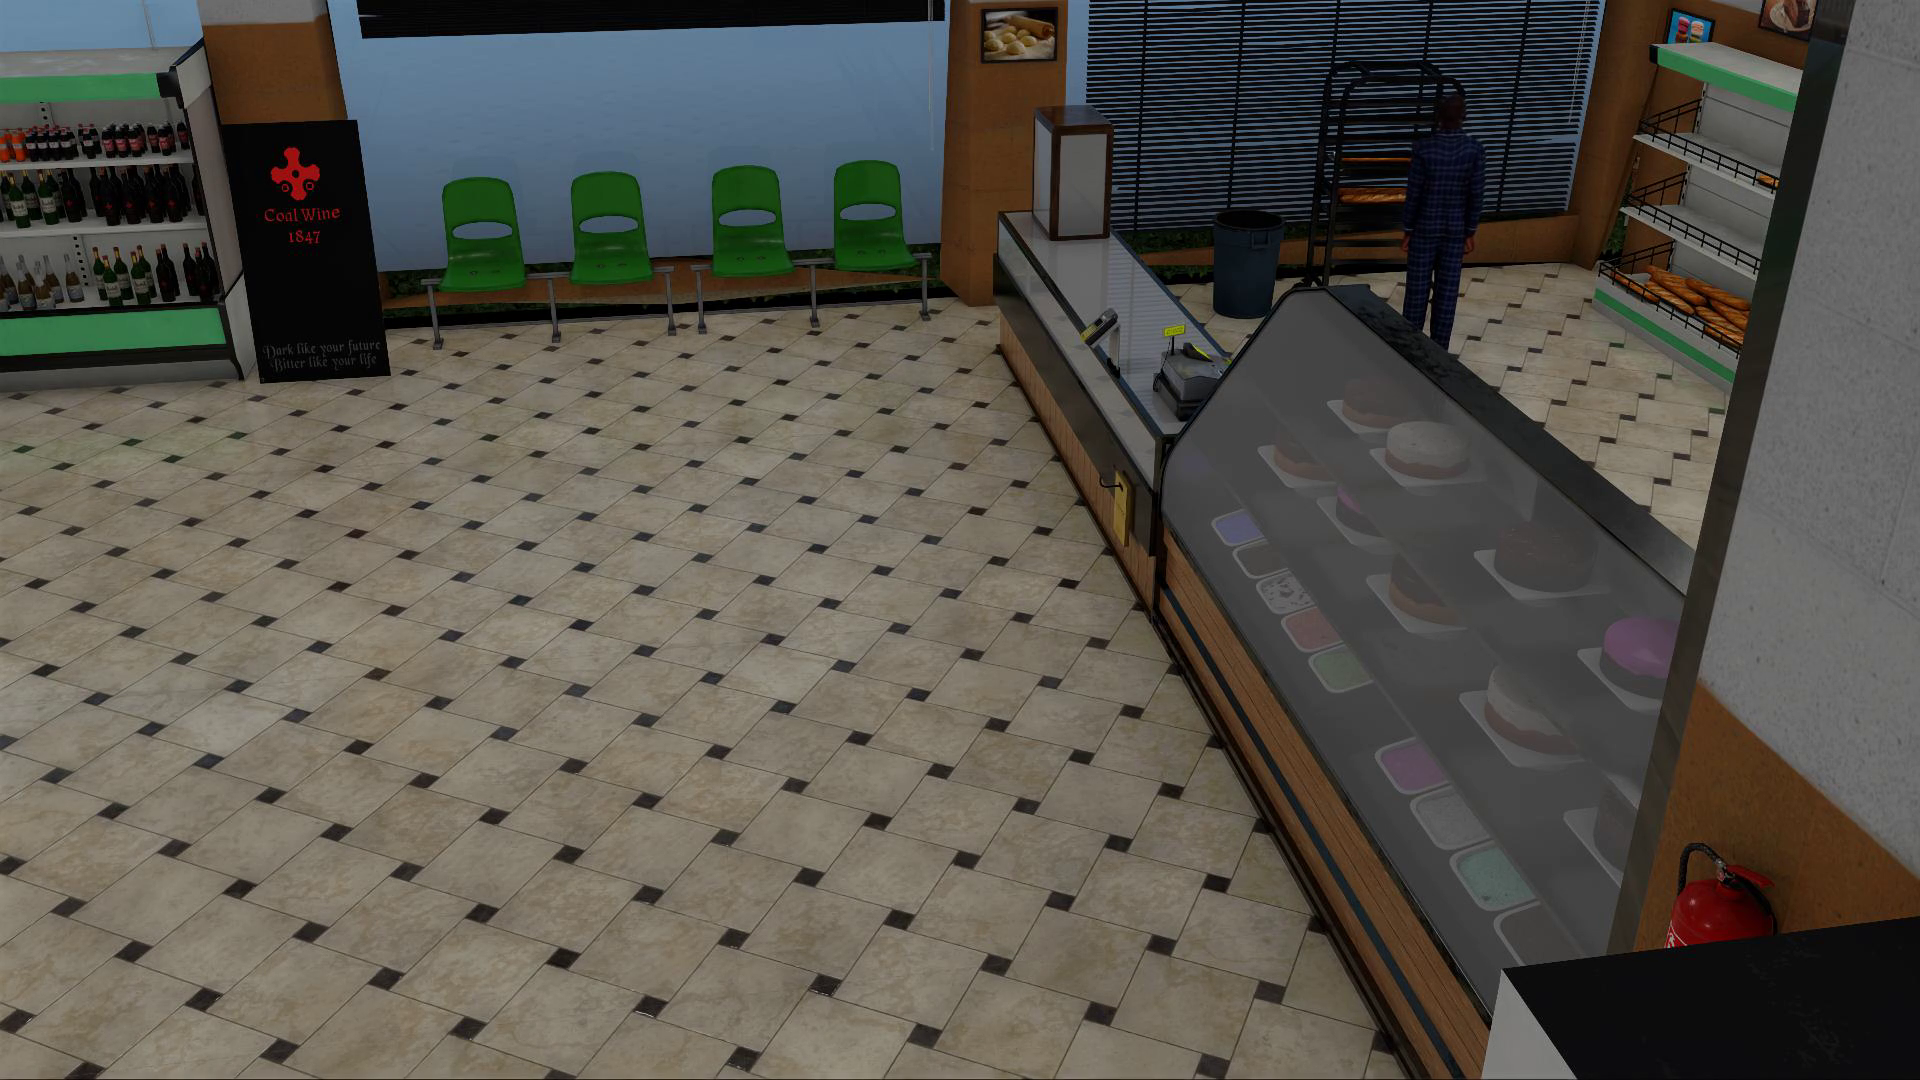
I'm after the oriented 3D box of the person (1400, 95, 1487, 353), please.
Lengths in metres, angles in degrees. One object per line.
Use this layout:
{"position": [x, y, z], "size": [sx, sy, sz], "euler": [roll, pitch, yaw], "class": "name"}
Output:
{"position": [3.238, -2.099, 11.266], "size": [0.677, 1.824, 0.812], "euler": [5, 27, 10], "class": "person"}
